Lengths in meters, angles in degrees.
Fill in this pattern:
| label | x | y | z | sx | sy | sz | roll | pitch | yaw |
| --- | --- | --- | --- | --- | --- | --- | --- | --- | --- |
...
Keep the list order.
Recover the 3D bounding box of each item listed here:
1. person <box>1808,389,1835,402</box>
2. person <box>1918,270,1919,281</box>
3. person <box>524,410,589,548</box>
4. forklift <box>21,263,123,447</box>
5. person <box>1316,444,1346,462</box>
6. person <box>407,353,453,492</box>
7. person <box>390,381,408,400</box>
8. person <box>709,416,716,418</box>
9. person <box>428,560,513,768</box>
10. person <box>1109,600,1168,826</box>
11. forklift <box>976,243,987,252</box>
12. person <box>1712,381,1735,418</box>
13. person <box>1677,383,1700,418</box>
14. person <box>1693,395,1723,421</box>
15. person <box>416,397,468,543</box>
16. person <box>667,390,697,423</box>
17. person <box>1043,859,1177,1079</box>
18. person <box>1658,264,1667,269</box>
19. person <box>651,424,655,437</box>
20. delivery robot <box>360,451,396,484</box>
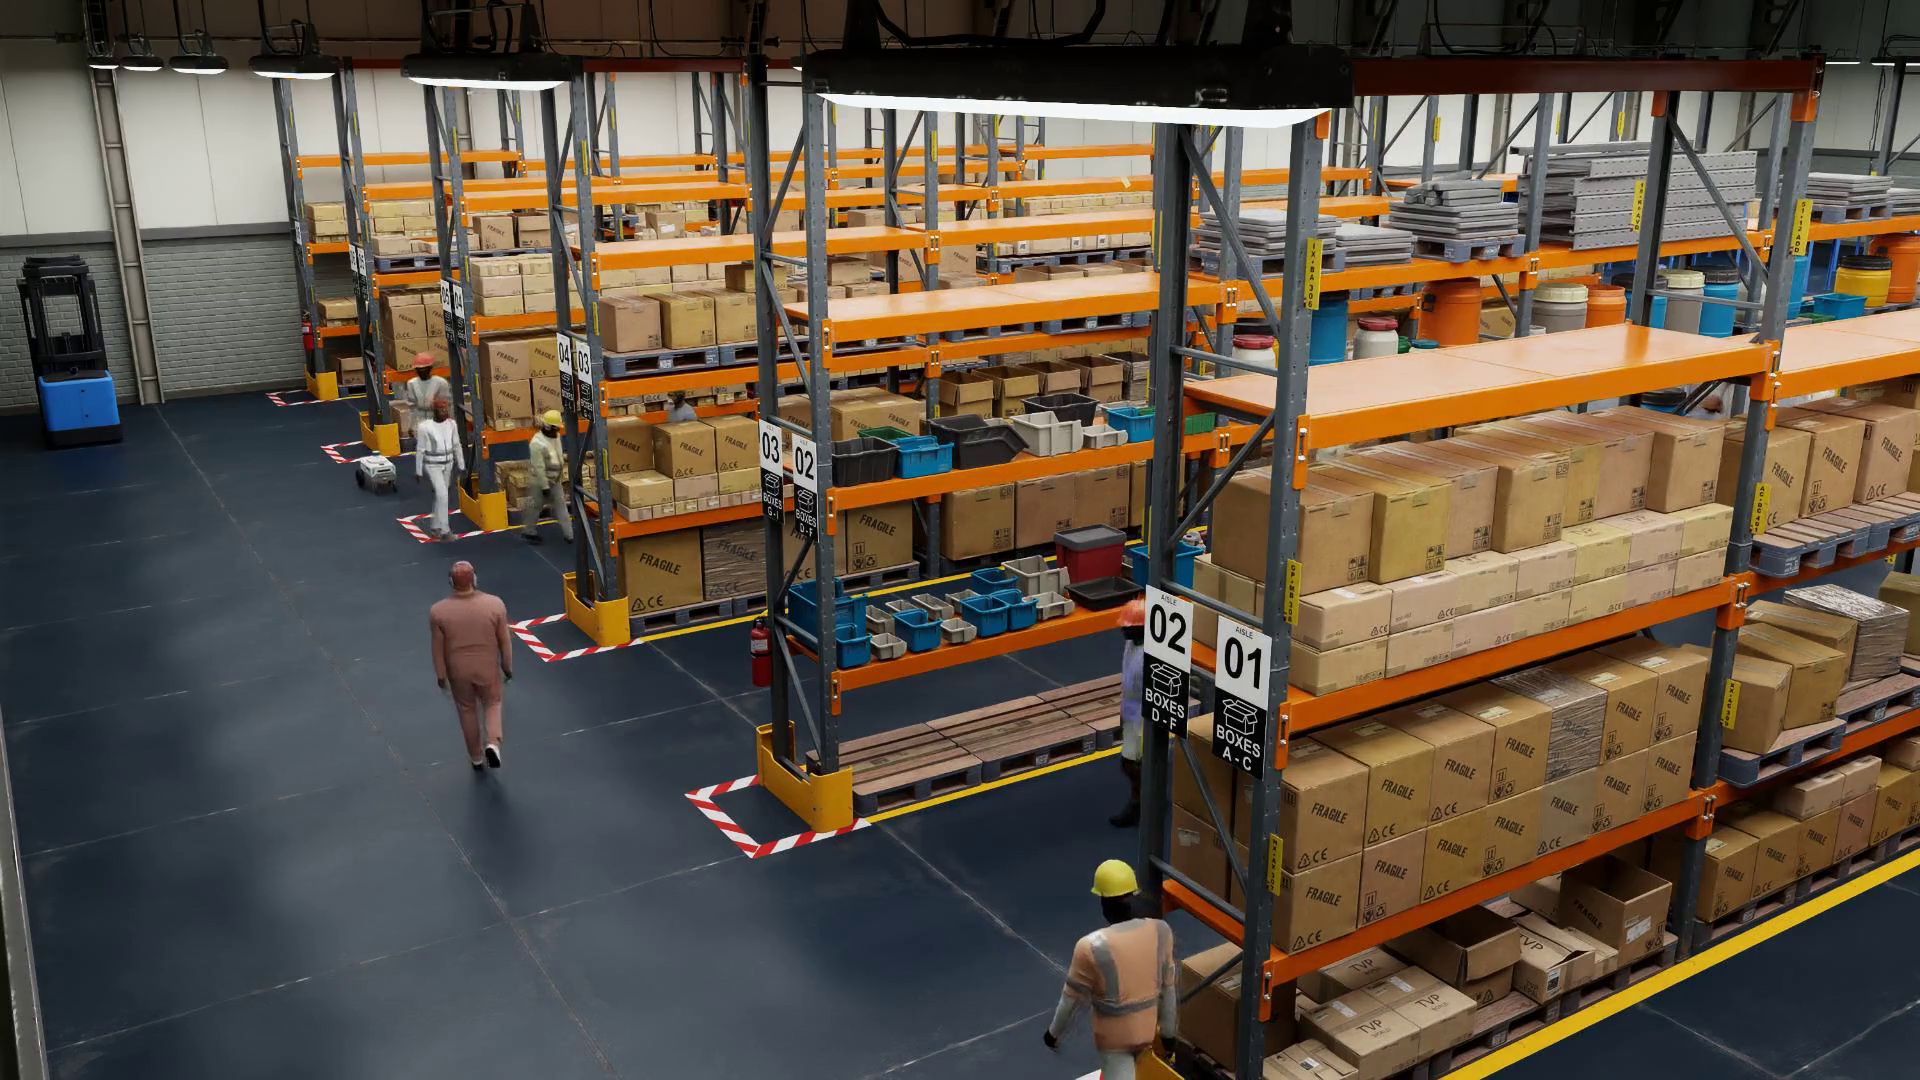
| label | x | y | z | sx | sy | sz | roll | pitch | yaw |
| --- | --- | --- | --- | --- | --- | --- | --- | --- | --- |
| person | 12.109 | -1.561 | 22.339 | 0.860 | 1.903 | 0.560 | -6 | 18 | -18 |
| person | 21.484 | -5.462 | 35.279 | 0.920 | 1.788 | 0.618 | -3 | 17 | -10 |
| person | -5.200 | -0.775 | 19.975 | 0.929 | 1.762 | 0.606 | 7 | 18 | 21 |
| forklift | -14.518 | -3.079 | 25.708 | 1.129 | 2.768 | 1.873 | -10 | 20 | -31 |
| person | 4.605 | -0.785 | 20.007 | 0.591 | 1.747 | 0.547 | -9 | 19 | -27 |
| person | -7.534 | -1.649 | 22.391 | 0.633 | 2.020 | 0.602 | 3 | 17 | 8 |
| person | -9.701 | -2.981 | 27.017 | 0.605 | 1.861 | 0.616 | 2 | 17 | 8 |
| person | -3.908 | -2.516 | 25.552 | 0.516 | 1.842 | 0.733 | 7 | 18 | 22 |
| person | -4.197 | 1.099 | 13.597 | 0.665 | 1.891 | 0.538 | -6 | 18 | -18 |
| person | 1.393 | 1.394 | 12.576 | 0.394 | 1.927 | 0.565 | -4 | 17 | -13 |
| forklift | 0.988 | -5.474 | 34.718 | 1.214 | 2.155 | 2.313 | -10 | 20 | -31 |
| person | 12.789 | -2.621 | 26.252 | 0.548 | 1.614 | 0.503 | 14 | 22 | 38 |
| person | 12.251 | -2.772 | 26.593 | 0.527 | 1.716 | 0.890 | 11 | 20 | 33 |
| person | 10.284 | -1.194 | 21.619 | 0.763 | 1.605 | 0.520 | -8 | 19 | -25 |
| person | -6.589 | -0.898 | 20.221 | 0.816 | 1.848 | 0.595 | 10 | 20 | 30 |
| person | -3.650 | -1.115 | 20.784 | 0.355 | 1.937 | 0.635 | -12 | 21 | -35 |
| person | 0.857 | 2.647 | 8.578 | 0.625 | 1.864 | 0.928 | -11 | 20 | -31 |
| person | 14.326 | -4.746 | 32.711 | 0.683 | 1.926 | 0.619 | -2 | 17 | -6 |
| person | -4.796 | -2.281 | 25.194 | 0.516 | 1.583 | 0.852 | 13 | 21 | 36 |
| delivery robot | -8.418 | -1.046 | 22.809 | 0.477 | 0.478 | 0.707 | -11 | 20 | -33 |
